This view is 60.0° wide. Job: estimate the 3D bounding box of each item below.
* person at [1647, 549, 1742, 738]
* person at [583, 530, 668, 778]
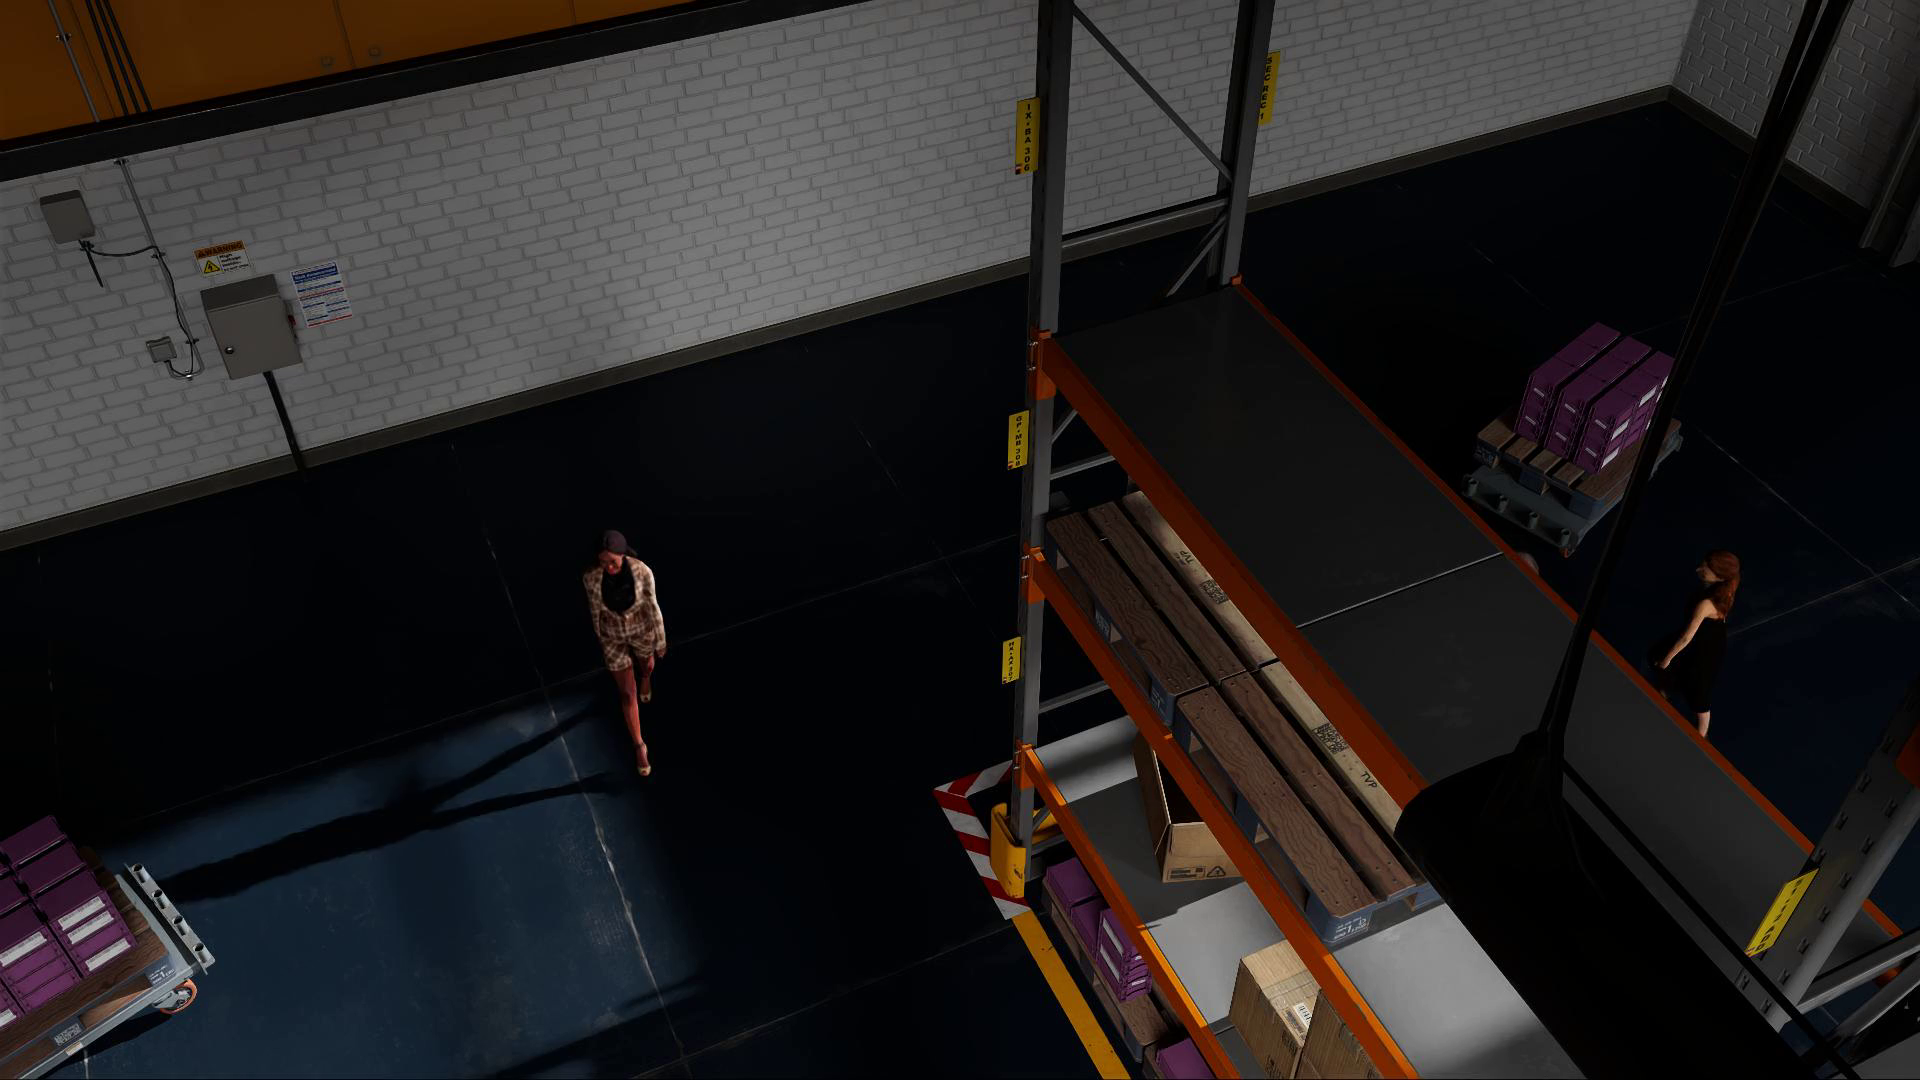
[{"bbox_3d":[4.670,0.673,10.347,0.870,1.586,0.793,28,50,26],"label":"person"},{"bbox_3d":[-2.044,0.557,10.355,0.803,1.744,1.143,-5,44,-5],"label":"person"}]
